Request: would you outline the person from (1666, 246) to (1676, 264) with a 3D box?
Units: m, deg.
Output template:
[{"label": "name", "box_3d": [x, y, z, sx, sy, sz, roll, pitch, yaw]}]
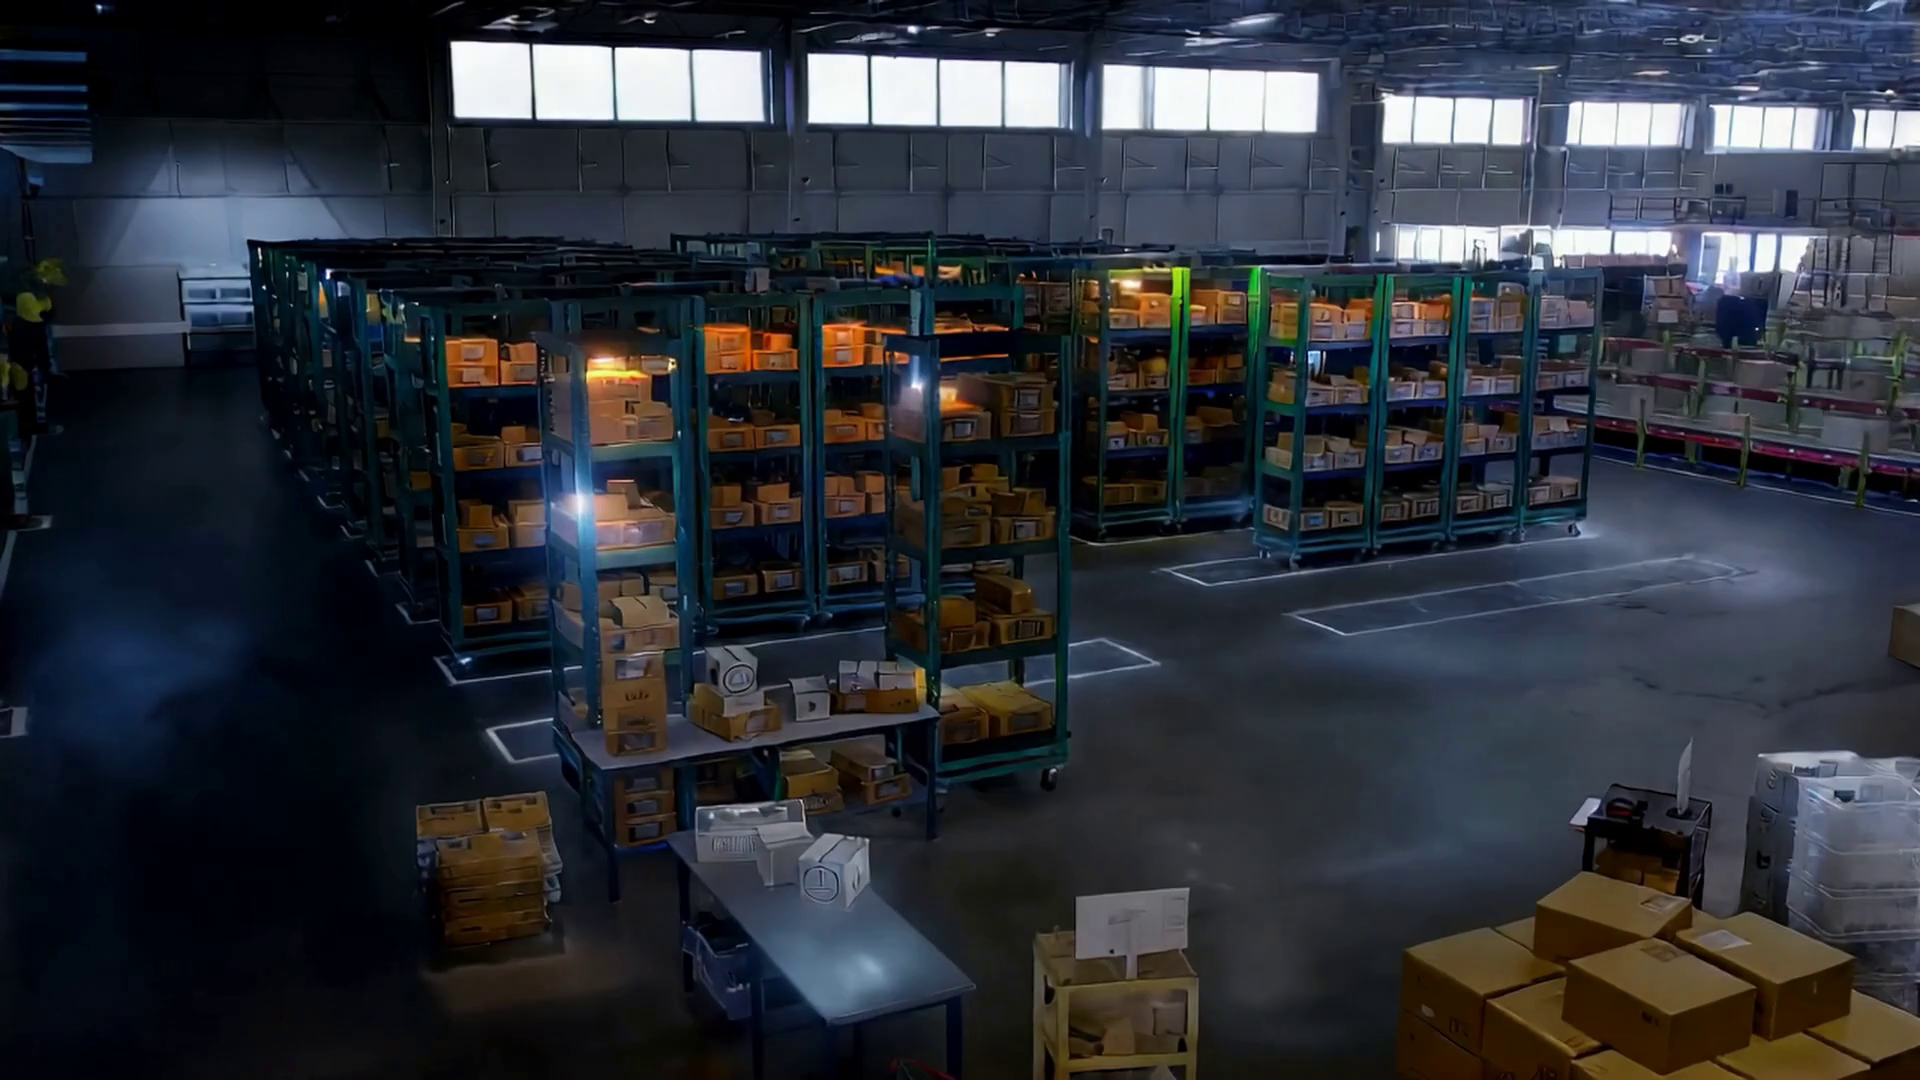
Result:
[{"label": "person", "box_3d": [32.937, -12.680, 77.158, 0.573, 1.886, 0.357, -6, 14, -27]}]

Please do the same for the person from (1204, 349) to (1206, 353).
[{"label": "person", "box_3d": [5.531, -3.999, 36.712, 0.625, 1.814, 0.513, -6, 14, -27]}]

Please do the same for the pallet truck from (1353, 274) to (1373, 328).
[{"label": "pallet truck", "box_3d": [13.011, -8.050, 55.243, 0.823, 1.965, 1.885, -7, 14, -28]}]
